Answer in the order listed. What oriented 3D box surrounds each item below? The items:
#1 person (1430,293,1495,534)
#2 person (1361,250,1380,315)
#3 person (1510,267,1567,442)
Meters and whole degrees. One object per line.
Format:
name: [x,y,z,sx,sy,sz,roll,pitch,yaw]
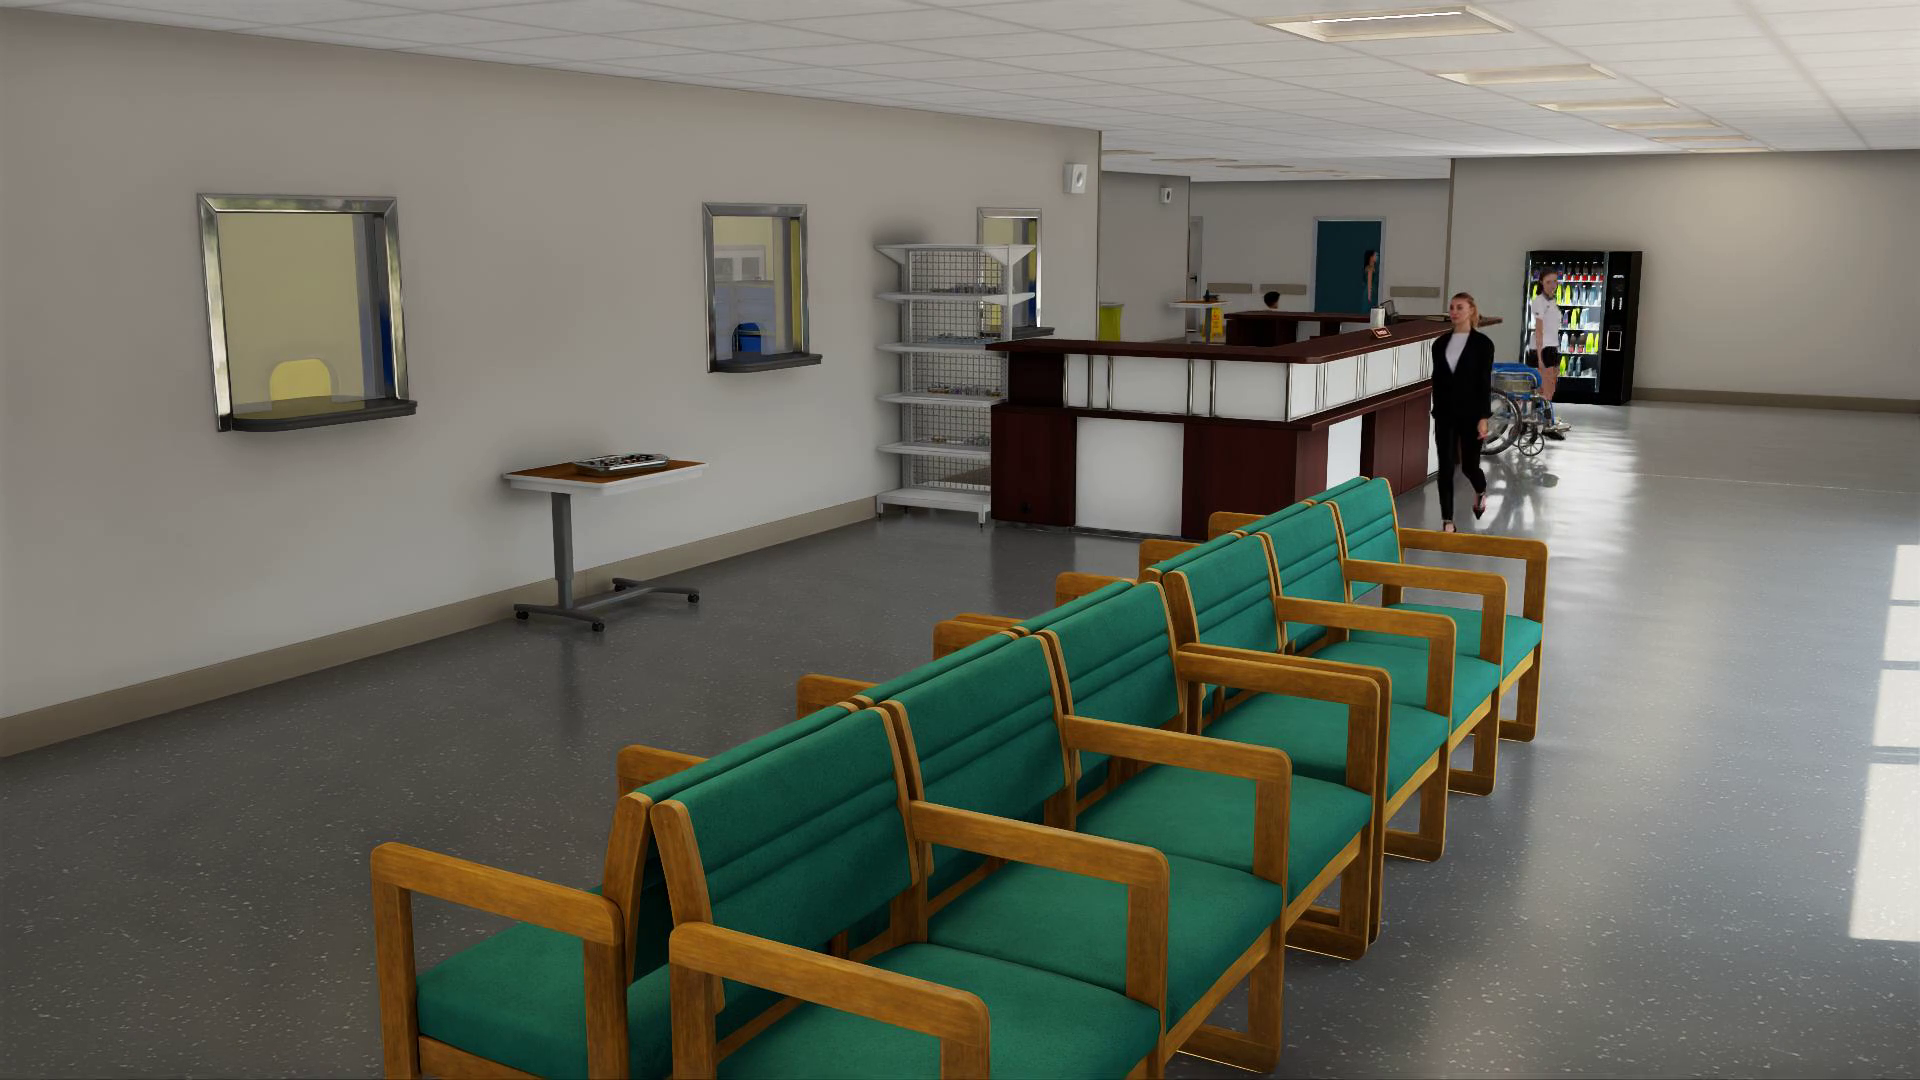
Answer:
person: [3.416,-0.804,11.226,0.877,1.688,0.746,9,14,39]
person: [7.478,-4.489,30.709,1.015,1.665,0.696,3,11,18]
person: [5.736,-1.832,16.555,0.957,1.721,0.713,8,14,37]
